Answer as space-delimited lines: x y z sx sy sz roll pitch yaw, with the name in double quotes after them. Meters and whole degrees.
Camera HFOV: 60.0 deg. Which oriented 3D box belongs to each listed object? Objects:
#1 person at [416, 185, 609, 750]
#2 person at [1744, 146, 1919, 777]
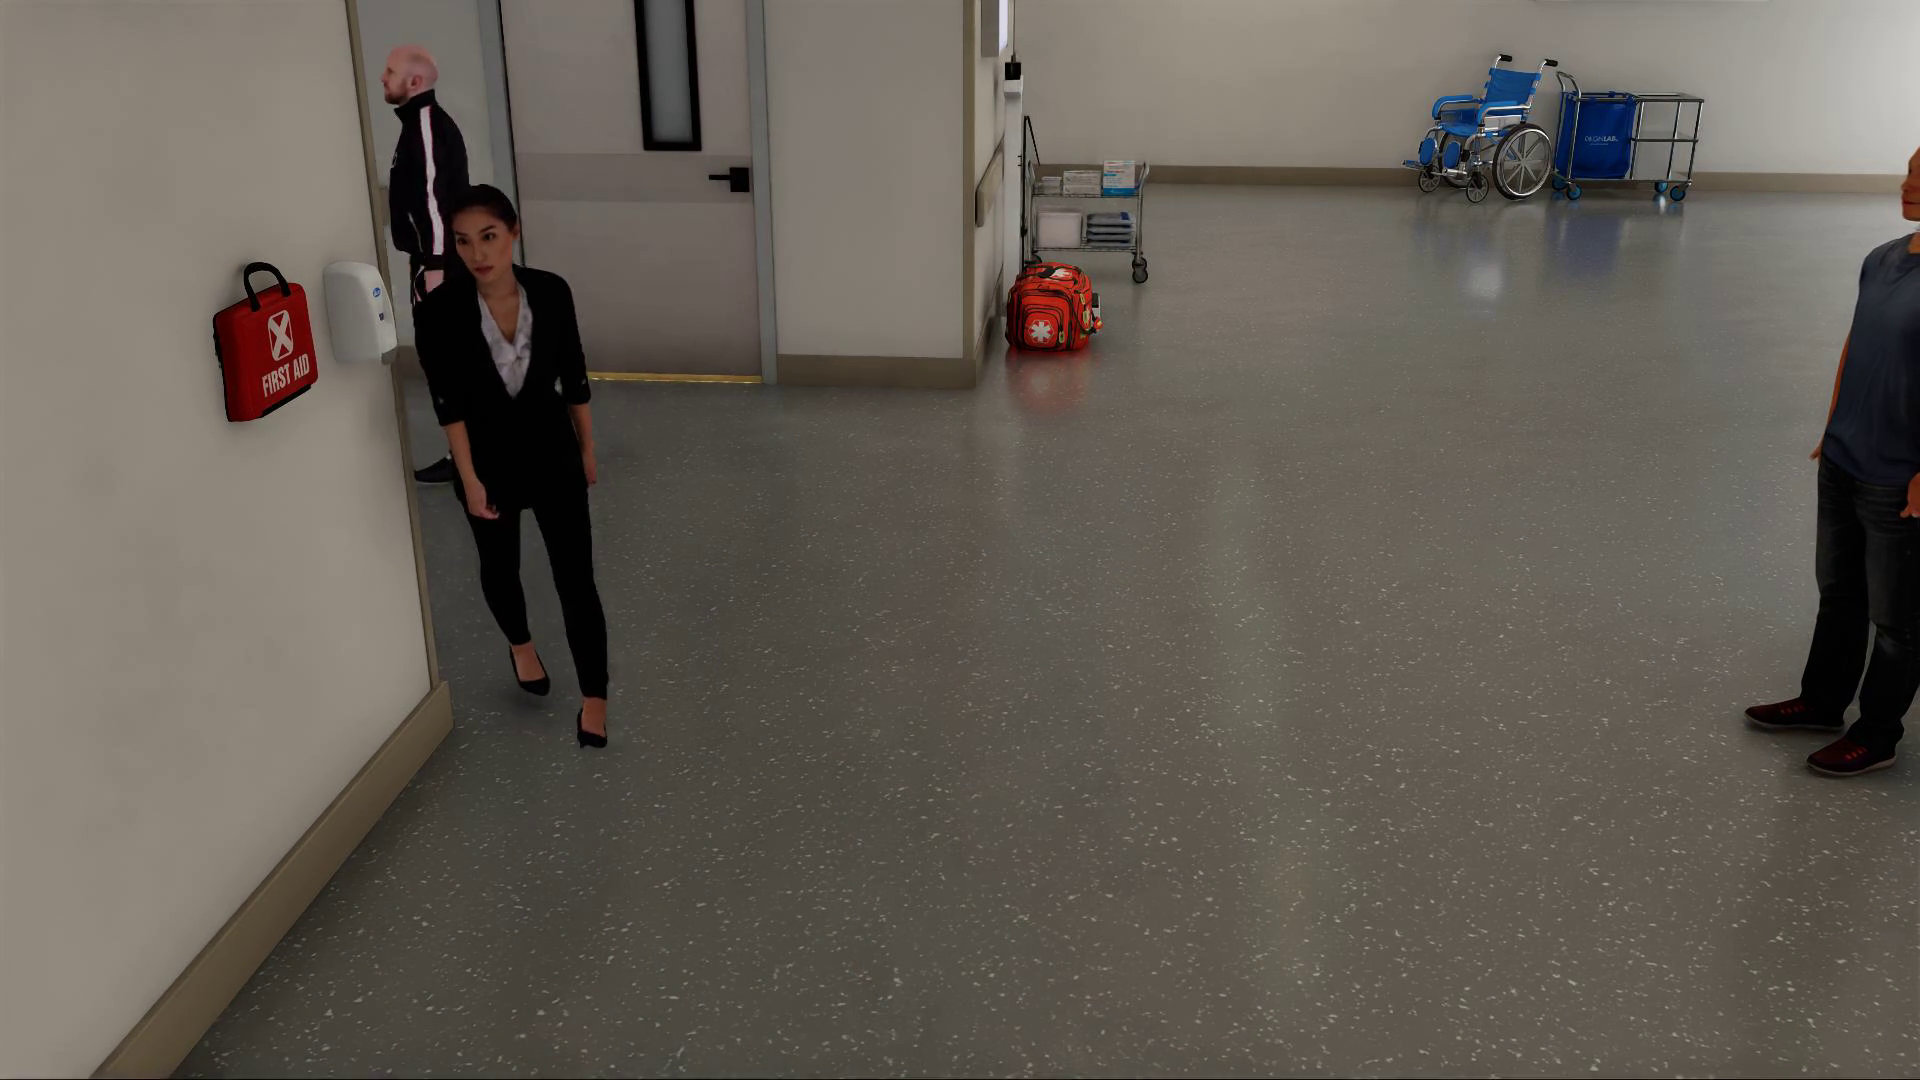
-1.302 -0.203 4.842 0.984 1.603 1.190 -11 23 -27 "person"
2.593 -0.229 4.619 0.750 1.810 0.556 -3 21 -7 "person"
